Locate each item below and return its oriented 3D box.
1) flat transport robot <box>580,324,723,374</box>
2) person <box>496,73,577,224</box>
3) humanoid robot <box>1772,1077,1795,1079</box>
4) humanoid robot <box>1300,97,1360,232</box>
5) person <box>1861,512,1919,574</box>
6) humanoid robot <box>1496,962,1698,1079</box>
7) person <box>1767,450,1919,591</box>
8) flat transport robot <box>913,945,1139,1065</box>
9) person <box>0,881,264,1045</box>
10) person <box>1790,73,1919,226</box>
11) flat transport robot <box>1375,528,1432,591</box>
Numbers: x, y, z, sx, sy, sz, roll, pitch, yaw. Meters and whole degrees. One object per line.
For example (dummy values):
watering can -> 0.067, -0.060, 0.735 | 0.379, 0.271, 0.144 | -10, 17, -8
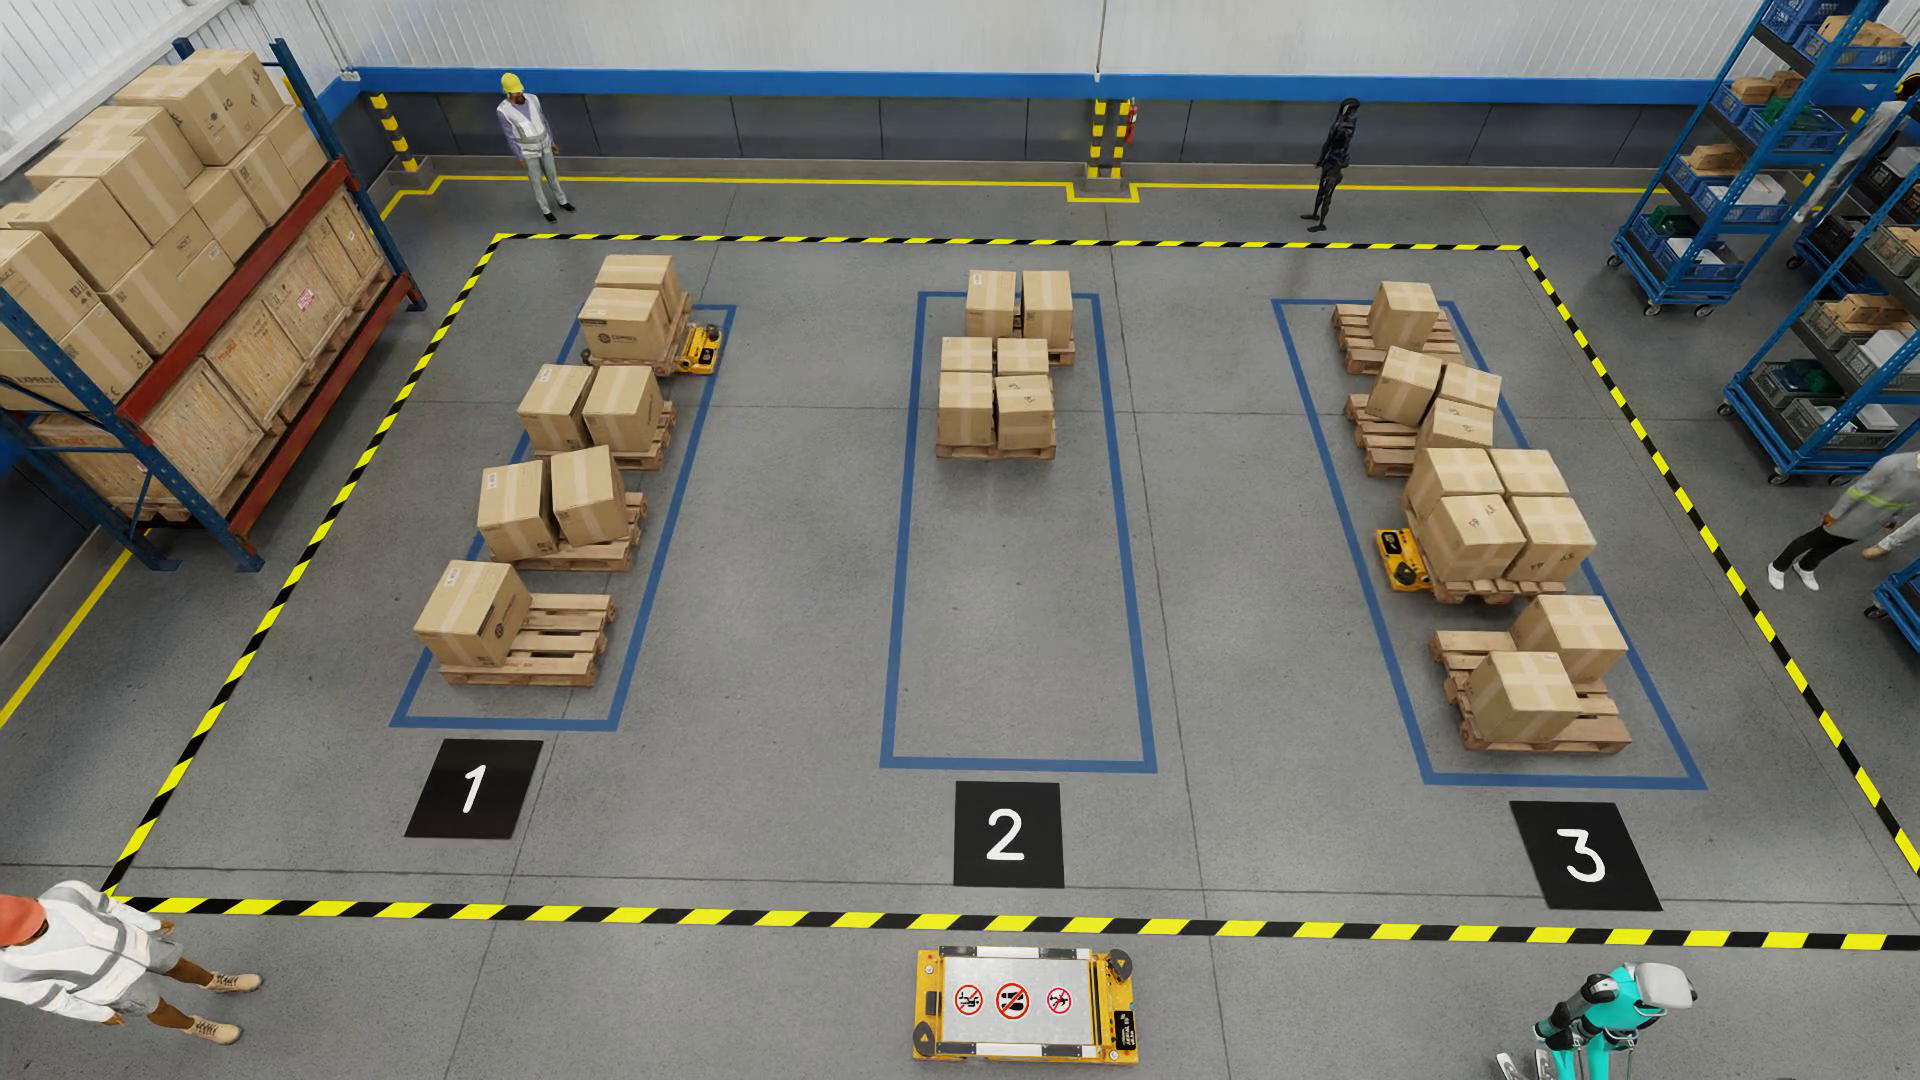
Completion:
flat transport robot -> -3.436, -2.147, 10.218 | 1.431, 0.197, 0.652 | 1, 51, 1
person -> -5.318, -4.904, 11.474 | 0.404, 1.833, 0.585 | 30, 57, 22
humanoid robot -> 4.323, 3.282, 4.906 | 0.397, 1.644, 0.608 | -1, 51, -1
humanoid robot -> 4.606, -4.638, 11.348 | 0.315, 1.657, 0.599 | -1, 51, 0
person -> 8.615, -0.337, 7.746 | 0.429, 1.844, 0.626 | -22, 54, -17
humanoid robot -> 3.555, 2.907, 5.082 | 0.533, 1.676, 0.735 | 0, 51, 0
person -> 7.577, -0.208, 7.634 | 0.590, 1.851, 0.401 | 3, 51, 2
flat transport robot -> 0.422, 3.041, 6.007 | 1.431, 0.231, 0.659 | 1, 51, 1
person -> -4.864, 2.473, 5.327 | 0.375, 2.043, 0.607 | -1, 51, -1
person -> 11.167, -4.811, 11.382 | 0.506, 1.864, 0.313 | 12, 52, 9
flat transport robot -> 4.609, 0.154, 8.343 | 1.431, 0.197, 0.652 | 1, 51, 1
